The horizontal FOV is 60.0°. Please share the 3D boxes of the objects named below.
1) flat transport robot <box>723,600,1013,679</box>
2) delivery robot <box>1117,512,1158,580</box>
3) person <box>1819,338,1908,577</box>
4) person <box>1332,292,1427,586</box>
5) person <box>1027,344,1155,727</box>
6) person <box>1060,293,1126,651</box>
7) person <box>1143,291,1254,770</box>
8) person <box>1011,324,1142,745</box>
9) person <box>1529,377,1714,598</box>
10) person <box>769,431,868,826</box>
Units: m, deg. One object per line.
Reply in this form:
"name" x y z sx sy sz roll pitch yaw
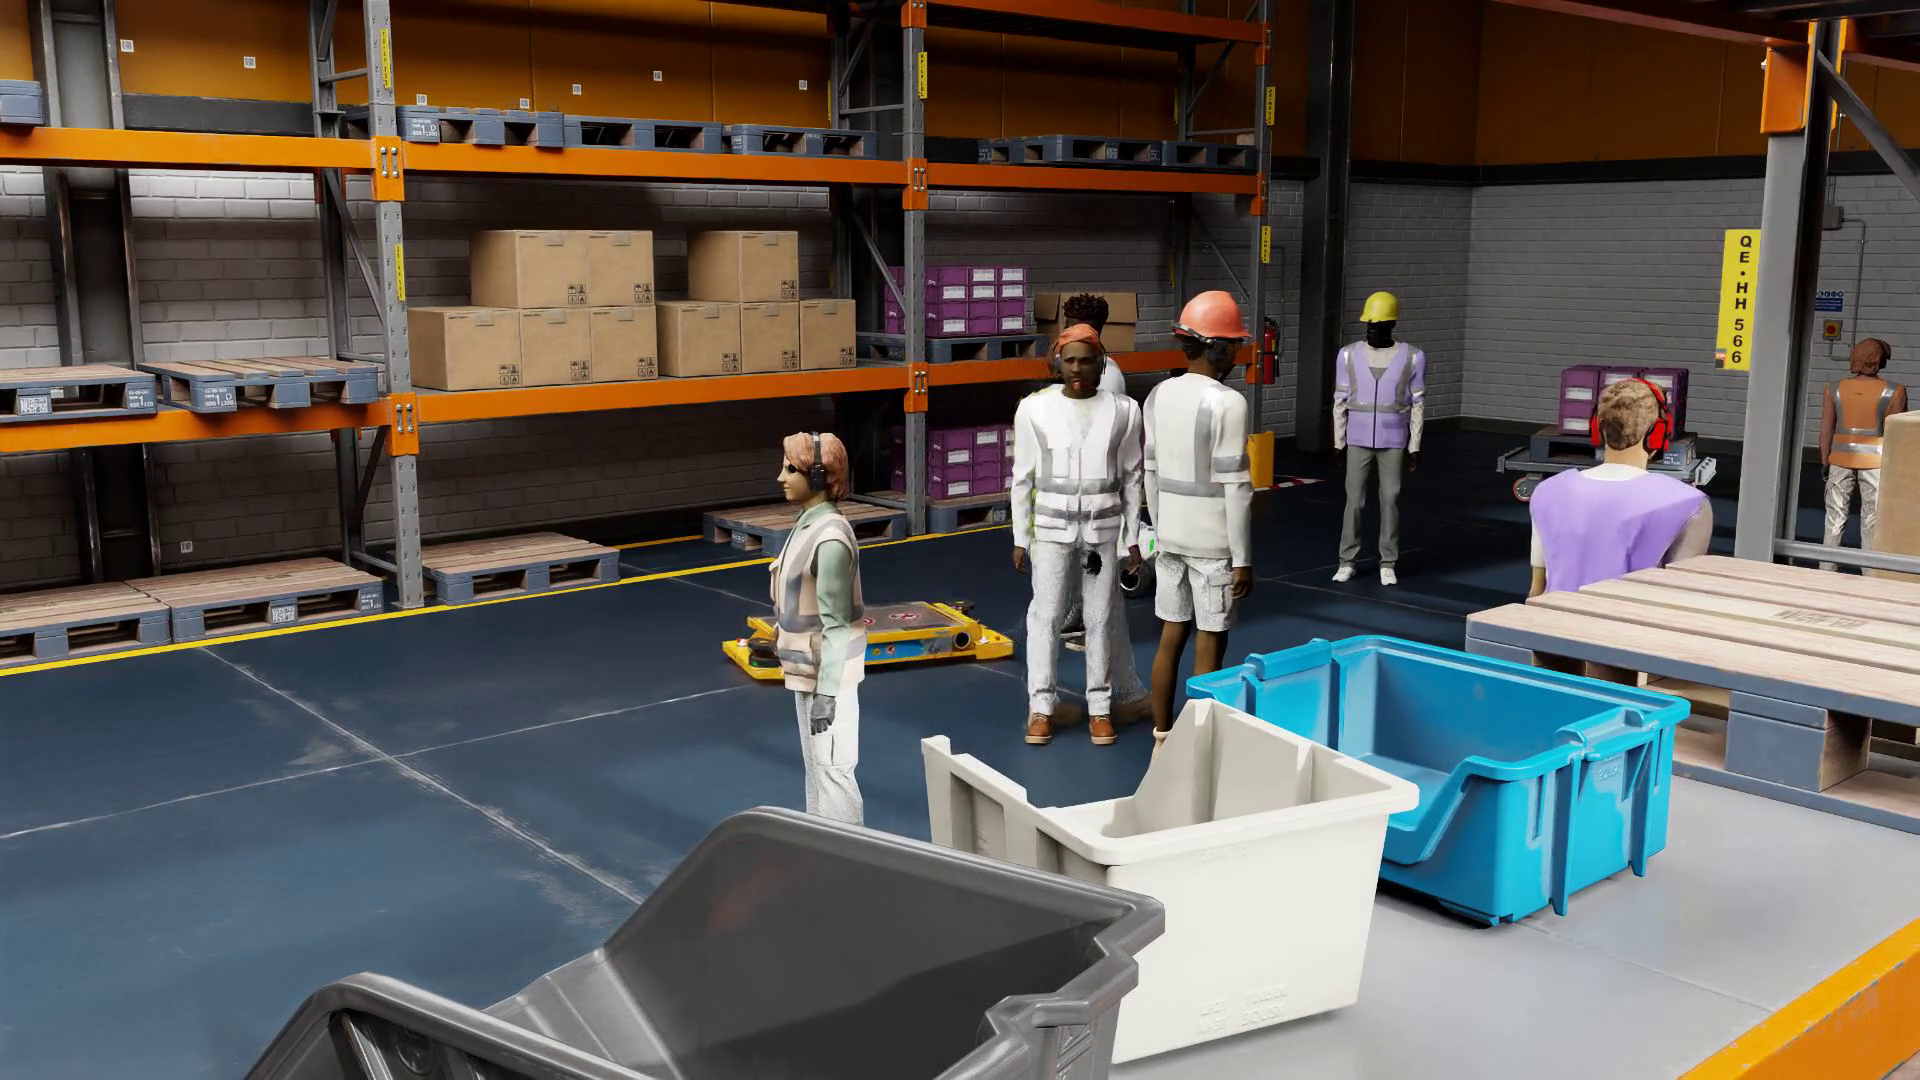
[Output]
"flat transport robot" -0.497 0.520 8.932 1.431 0.197 0.652 -4 11 -22
"delivery robot" 1.014 0.007 10.731 0.707 0.478 0.477 7 13 34
"person" 5.732 -0.459 10.587 0.510 1.640 0.308 10 14 44
"person" 2.733 -0.656 10.894 0.588 1.923 0.383 4 11 20
"person" 0.617 -0.041 7.721 0.741 1.819 0.659 -7 12 -33
"person" 0.703 -0.377 9.210 0.363 1.965 0.610 -3 11 -17
"person" 1.004 0.005 6.857 0.379 2.044 0.607 -6 12 -31
"person" 0.520 -0.017 7.420 0.587 1.883 0.342 0 10 1
"person" 1.971 0.429 5.078 0.388 1.837 0.565 -8 13 -38
"person" -0.457 0.459 5.441 0.308 1.640 0.511 -3 10 -15
